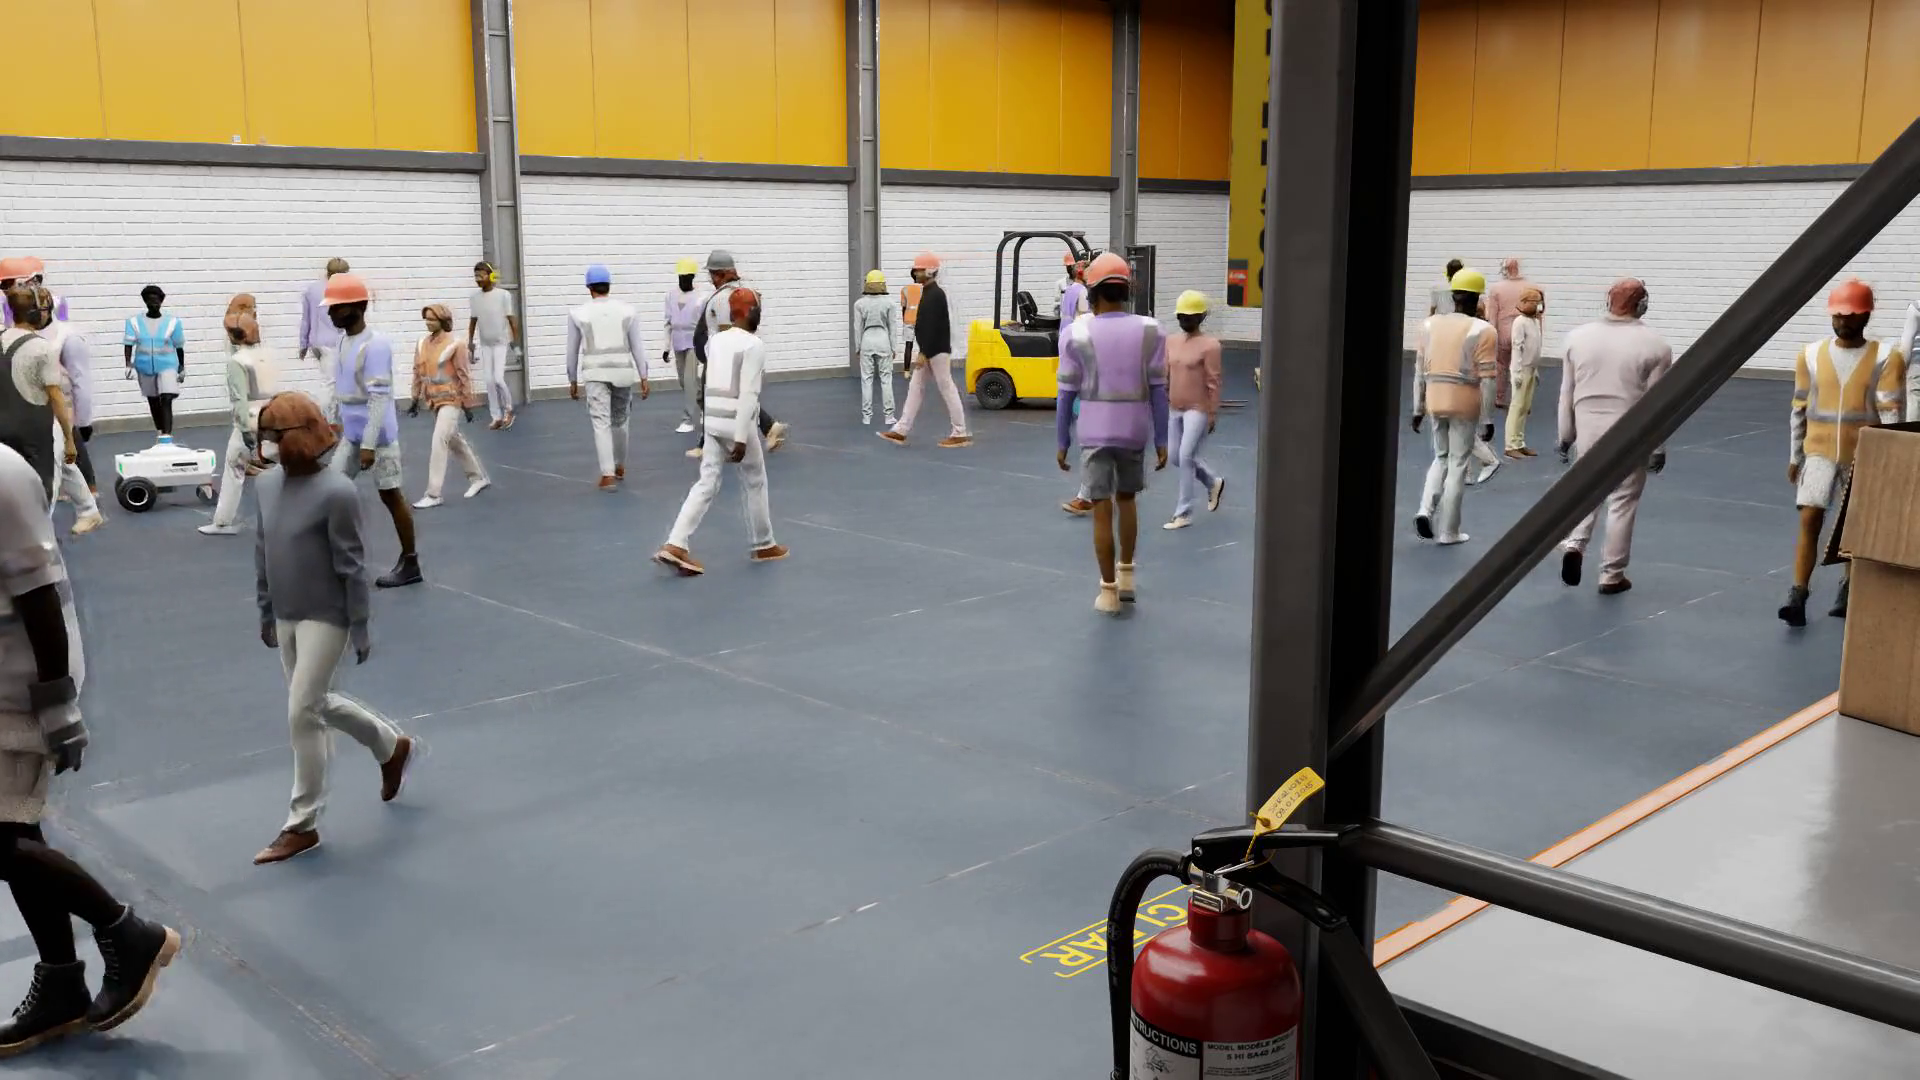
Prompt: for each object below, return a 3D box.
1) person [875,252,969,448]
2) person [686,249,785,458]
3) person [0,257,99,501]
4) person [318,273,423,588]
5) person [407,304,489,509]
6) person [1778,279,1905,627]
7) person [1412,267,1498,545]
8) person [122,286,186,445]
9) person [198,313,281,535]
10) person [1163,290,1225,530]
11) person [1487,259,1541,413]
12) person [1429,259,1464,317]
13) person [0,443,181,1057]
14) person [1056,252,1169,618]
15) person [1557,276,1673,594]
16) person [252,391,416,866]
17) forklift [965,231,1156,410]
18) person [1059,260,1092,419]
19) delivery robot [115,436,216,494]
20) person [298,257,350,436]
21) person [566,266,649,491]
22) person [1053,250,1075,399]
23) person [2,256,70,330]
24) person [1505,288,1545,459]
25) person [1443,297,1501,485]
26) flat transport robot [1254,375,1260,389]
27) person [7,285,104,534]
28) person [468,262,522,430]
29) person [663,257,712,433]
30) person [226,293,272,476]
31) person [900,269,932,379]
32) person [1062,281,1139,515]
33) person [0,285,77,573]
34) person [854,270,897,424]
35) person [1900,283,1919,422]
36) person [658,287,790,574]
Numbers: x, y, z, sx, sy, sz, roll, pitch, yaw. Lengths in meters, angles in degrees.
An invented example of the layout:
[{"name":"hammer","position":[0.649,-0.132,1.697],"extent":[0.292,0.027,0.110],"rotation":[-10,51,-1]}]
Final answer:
[{"name":"person","position":[-0.367,-1.888,16.646],"extent":[0.994,1.951,0.608],"rotation":[-2,11,-12]},{"name":"person","position":[-2.177,-1.796,15.939],"extent":[0.855,2.000,0.686],"rotation":[2,11,8]},{"name":"person","position":[-7.366,-1.249,13.201],"extent":[0.885,1.951,0.646],"rotation":[-7,12,-32]},{"name":"person","position":[-3.633,-0.617,9.872],"extent":[0.566,1.897,0.902],"rotation":[9,14,41]},{"name":"person","position":[-4.085,-1.091,13.283],"extent":[0.503,1.600,0.849],"rotation":[7,13,34]},{"name":"person","position":[4.780,-0.458,9.049],"extent":[0.569,1.882,0.999],"rotation":[8,13,37]},{"name":"person","position":[3.404,-0.905,11.418],"extent":[0.410,1.913,0.619],"rotation":[-9,14,-40]},{"name":"person","position":[-7.943,-1.689,16.437],"extent":[0.538,1.646,0.909],"rotation":[-3,11,-15]},{"name":"person","position":[-4.979,-0.813,11.810],"extent":[0.870,1.595,0.523],"rotation":[2,11,11]},{"name":"person","position":[1.740,-0.961,12.213],"extent":[0.670,1.743,0.534],"rotation":[-8,13,-38]},{"name":"person","position":[6.717,-2.478,20.201],"extent":[0.686,1.840,1.007],"rotation":[1,10,4]},{"name":"person","position":[6.057,-2.516,20.445],"extent":[0.547,1.833,0.809],"rotation":[7,13,34]},{"name":"person","position":[-2.511,0.393,4.310],"extent":[0.669,1.928,0.545],"rotation":[10,14,42]},{"name":"person","position":[0.835,-0.589,9.365],"extent":[0.621,2.027,0.584],"rotation":[-2,11,-9]},{"name":"person","position":[3.856,-0.604,9.829],"extent":[0.670,1.893,0.489],"rotation":[10,14,44]},{"name":"person","position":[-2.239,0.267,5.874],"extent":[0.508,1.610,0.731],"rotation":[6,12,31]},{"name":"forklift","position":[1.222,-2.721,20.561],"extent":[2.313,2.155,1.214],"rotation":[2,11,13]},{"name":"person","position":[1.362,-2.327,19.377],"extent":[0.396,1.841,0.565],"rotation":[-3,11,-16]},{"name":"delivery robot","position":[-6.248,-0.578,13.096],"extent":[0.707,0.478,0.477],"rotation":[-6,12,-28]},{"name":"person","position":[-6.639,-2.017,17.508],"extent":[0.645,1.899,0.652],"rotation":[7,12,32]},{"name":"person","position":[-3.009,-1.384,14.163],"extent":[0.649,1.879,1.022],"rotation":[-4,11,-22]},{"name":"person","position":[1.464,-2.778,21.576],"extent":[0.552,1.934,0.373],"rotation":[4,11,22]},{"name":"person","position":[-8.673,-1.696,15.676],"extent":[0.548,1.937,0.379],"rotation":[-8,13,-36]},{"name":"person","position":[5.434,-1.589,15.968],"extent":[0.278,1.627,0.530],"rotation":[8,13,39]},{"name":"person","position":[4.330,-1.255,14.116],"extent":[0.395,1.627,0.523],"rotation":[1,10,3]},{"name":"flat transport robot","position":[4.505,-2.283,23.425],"extent":[0.652,0.197,1.431],"rotation":[1,10,7]},{"name":"person","position":[-6.346,-0.871,11.581],"extent":[0.615,1.803,0.971],"rotation":[3,11,18]},{"name":"person","position":[-5.098,-2.115,18.221],"extent":[0.596,1.844,0.426],"rotation":[2,11,12]},{"name":"person","position":[-2.933,-2.153,18.271],"extent":[0.583,1.904,0.839],"rotation":[5,11,25]},{"name":"person","position":[-6.262,-1.366,14.725],"extent":[0.457,1.616,0.534],"rotation":[-4,11,-22]},{"name":"person","position":[-0.629,-3.223,24.683],"extent":[0.528,1.691,0.320],"rotation":[3,11,18]},{"name":"person","position":[1.120,-1.130,12.897],"extent":[1.030,1.829,0.559],"rotation":[-10,15,-44]},{"name":"person","position":[-5.728,-0.647,10.269],"extent":[0.549,1.824,0.407],"rotation":[4,11,20]},{"name":"person","position":[-0.952,-2.179,18.851],"extent":[0.486,1.740,0.314],"rotation":[1,10,5]},{"name":"person","position":[9.594,-1.789,16.498],"extent":[0.594,1.826,0.403],"rotation":[-2,11,-10]},{"name":"person","position":[-1.531,-0.699,10.608],"extent":[0.587,1.822,1.021],"rotation":[9,13,39]}]
